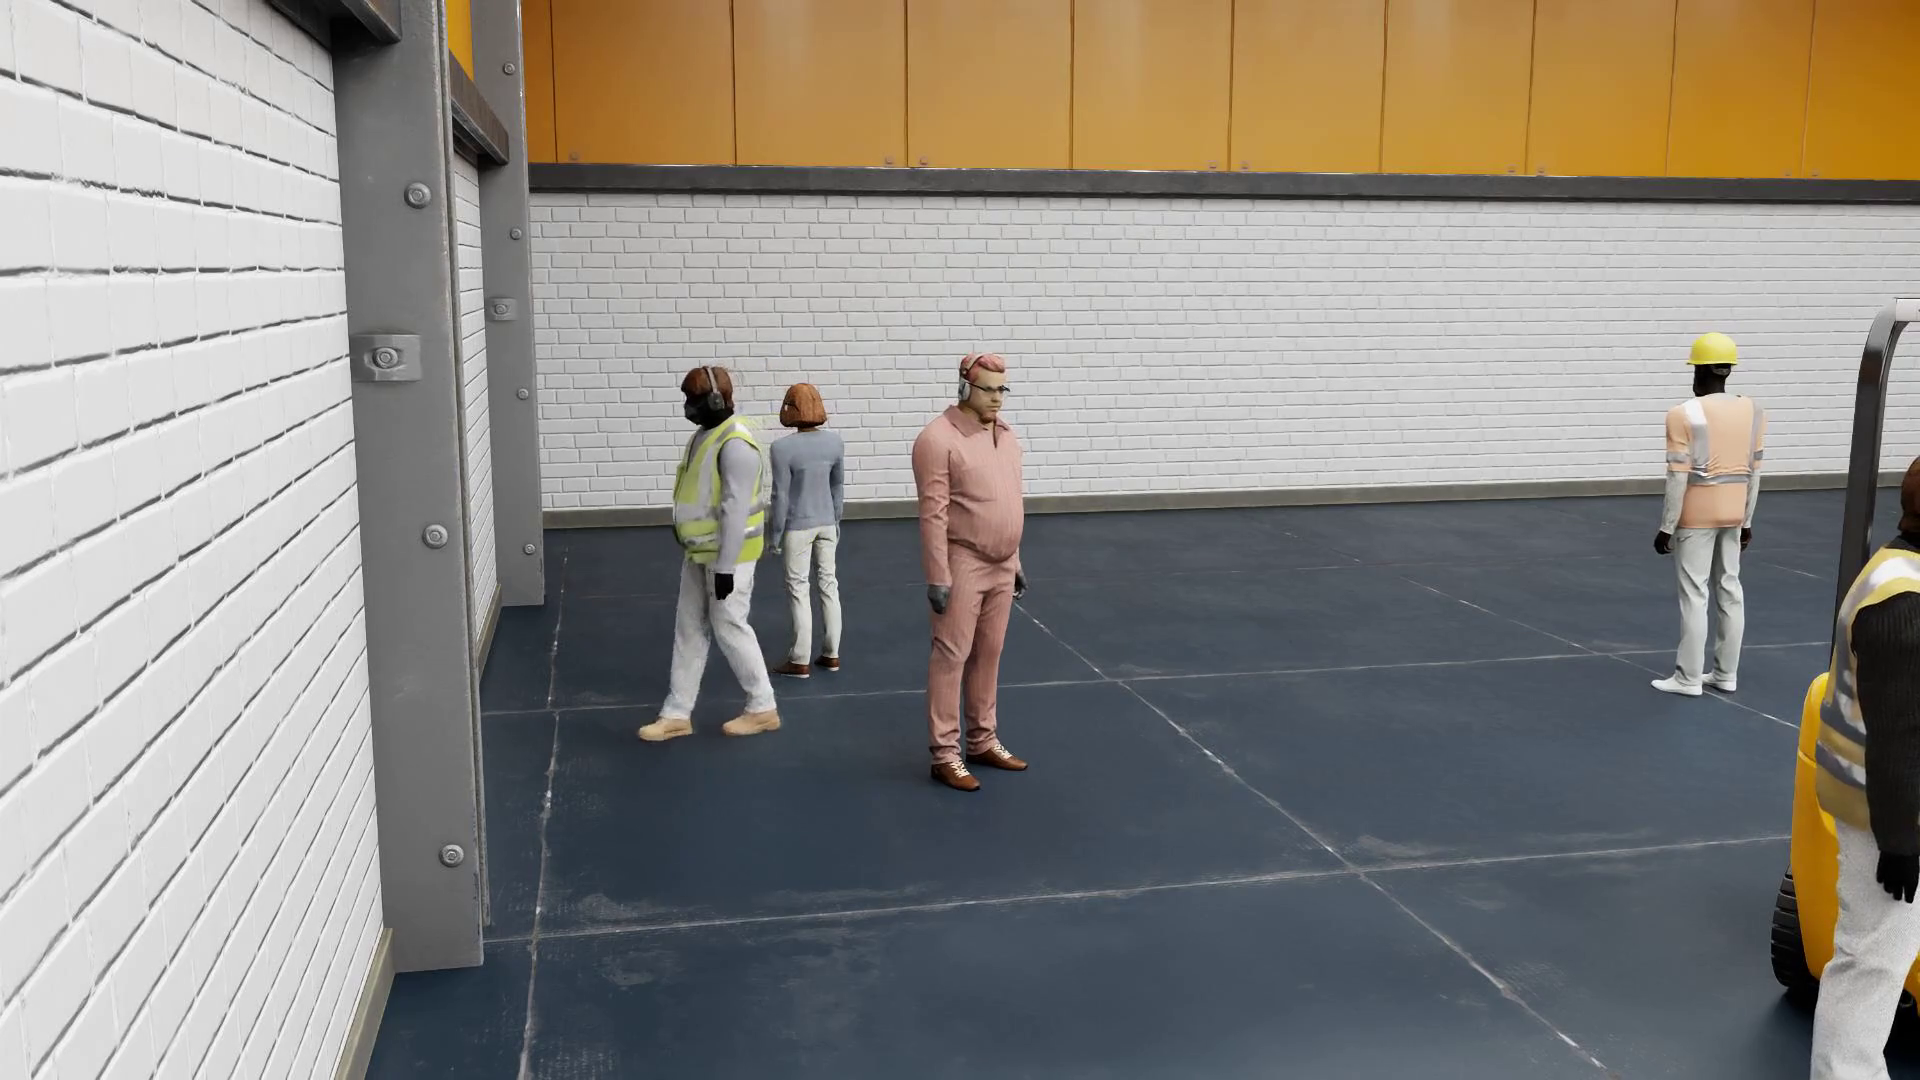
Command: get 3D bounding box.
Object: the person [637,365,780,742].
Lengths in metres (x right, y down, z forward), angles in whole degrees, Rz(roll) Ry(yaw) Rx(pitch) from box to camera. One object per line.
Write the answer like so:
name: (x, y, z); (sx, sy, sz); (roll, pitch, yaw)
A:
person: (-1.205, 0.073, 7.996); (0.628, 1.824, 0.659); (-5, 11, -28)

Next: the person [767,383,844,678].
person: (-0.854, -0.055, 9.239); (0.500, 1.636, 0.282); (-9, 13, -43)

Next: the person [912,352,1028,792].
person: (0.083, 0.128, 7.328); (0.406, 1.901, 0.639); (7, 12, 37)

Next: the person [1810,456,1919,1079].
person: (2.380, 0.682, 4.165); (0.430, 1.837, 0.625); (7, 11, 35)

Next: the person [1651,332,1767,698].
person: (3.935, -0.126, 8.790); (0.589, 1.927, 0.388); (-3, 10, -17)

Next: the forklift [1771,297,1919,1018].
forklift: (3.542, 0.334, 5.177); (2.313, 2.155, 1.214); (-9, 13, -43)
